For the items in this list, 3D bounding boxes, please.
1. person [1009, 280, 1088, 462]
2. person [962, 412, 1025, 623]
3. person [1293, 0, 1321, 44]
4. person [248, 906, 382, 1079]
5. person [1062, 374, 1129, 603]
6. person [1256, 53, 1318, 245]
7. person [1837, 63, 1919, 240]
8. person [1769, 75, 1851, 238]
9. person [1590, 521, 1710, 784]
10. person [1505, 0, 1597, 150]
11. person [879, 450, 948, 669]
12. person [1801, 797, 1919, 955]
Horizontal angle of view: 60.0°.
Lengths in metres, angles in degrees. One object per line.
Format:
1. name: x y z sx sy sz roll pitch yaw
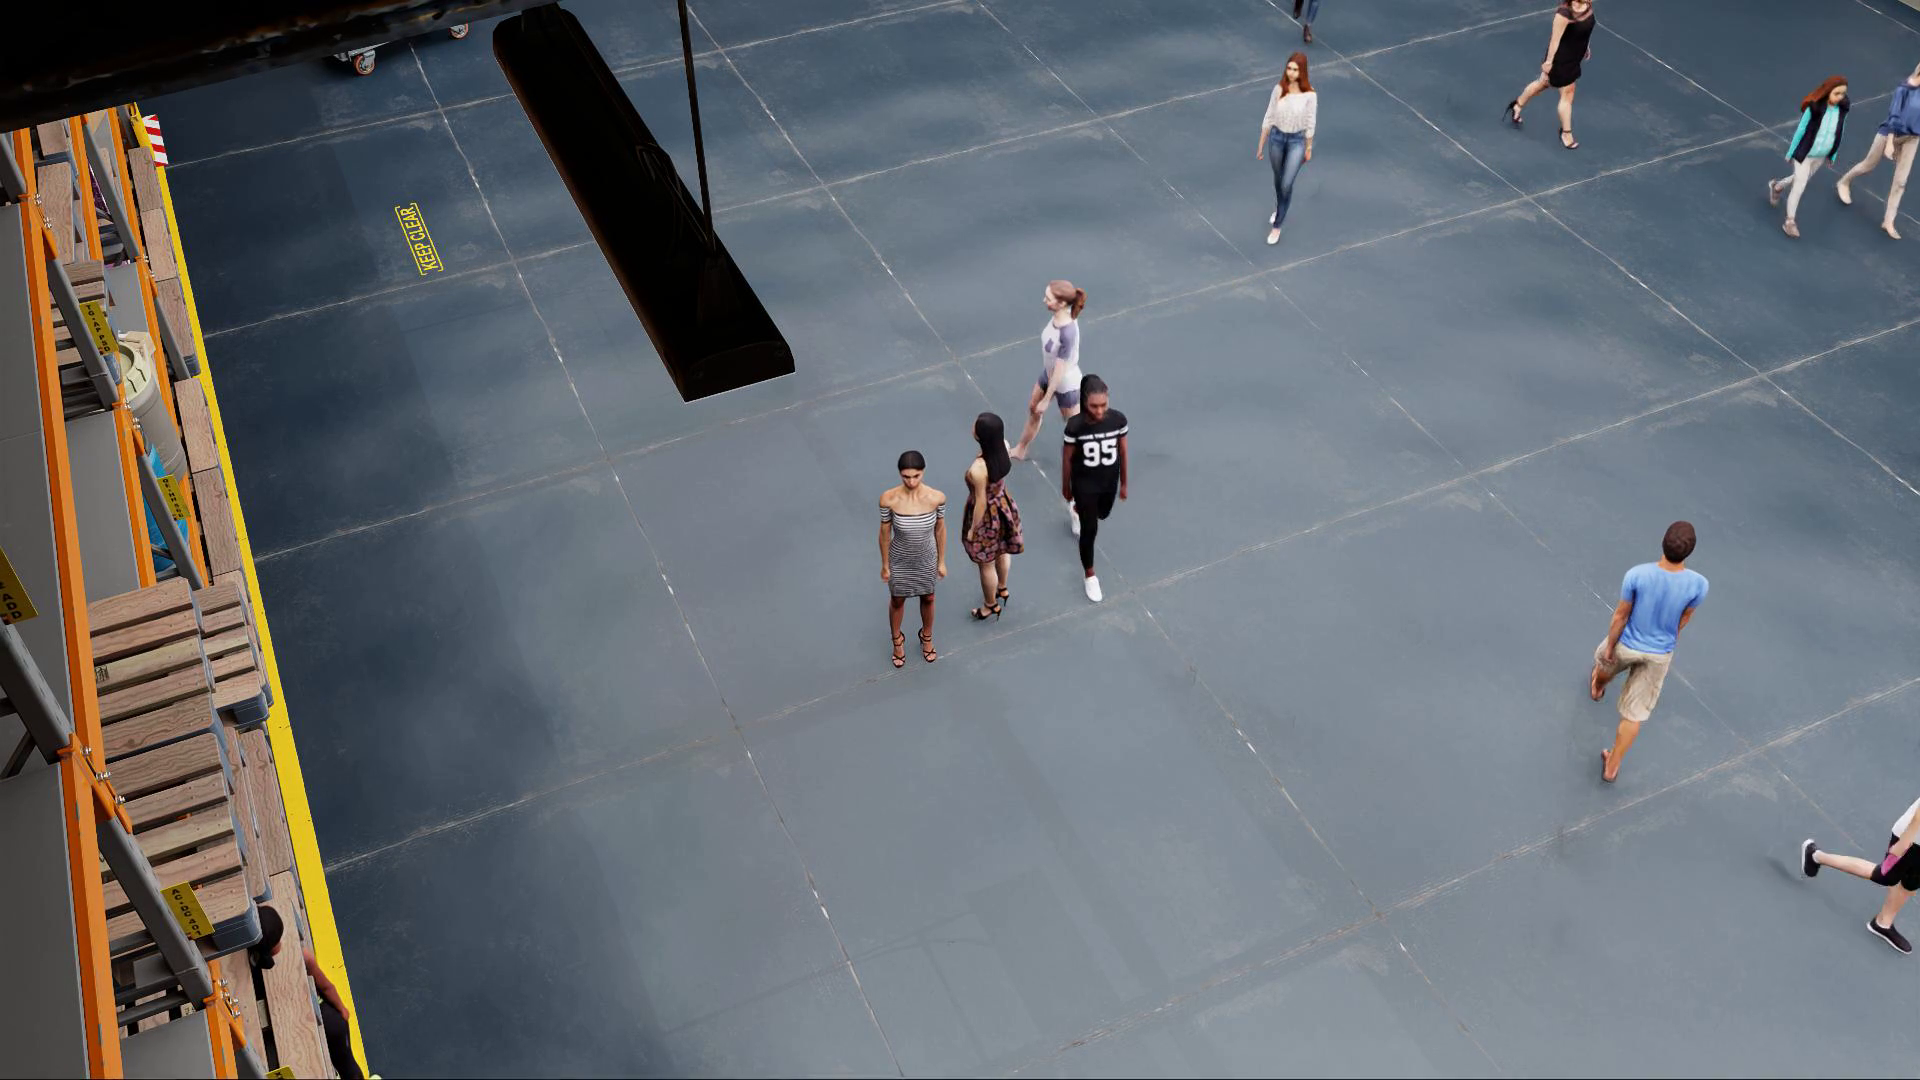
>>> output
1. person: 0.847 -1.155 12.273 0.846 1.736 1.000 -6 44 -6
2. person: 0.188 -0.152 11.193 0.850 1.773 0.803 21 47 20
3. person: 3.741 -6.130 17.568 0.777 1.635 0.908 1 44 1
4. person: -3.330 2.452 8.474 0.625 1.754 0.625 -2 44 -2
5. person: 0.913 -0.452 11.559 0.712 1.703 1.115 -12 45 -12
6. person: 2.954 -3.571 14.832 0.944 1.705 0.947 22 48 22
7. person: 8.351 -3.636 14.931 0.862 1.661 1.189 -4 44 -5
8. person: 7.618 -3.522 14.944 0.707 1.478 0.988 -8 44 -8
9. person: 4.207 0.718 10.247 1.192 1.818 1.251 14 45 15
10. person: 5.708 -4.638 15.974 1.151 1.674 0.952 28 50 26
11. person: -0.309 0.132 10.859 0.647 1.822 0.621 -7 44 -7
12. person: 5.327 1.596 9.360 0.761 1.771 1.057 -29 51 -27
